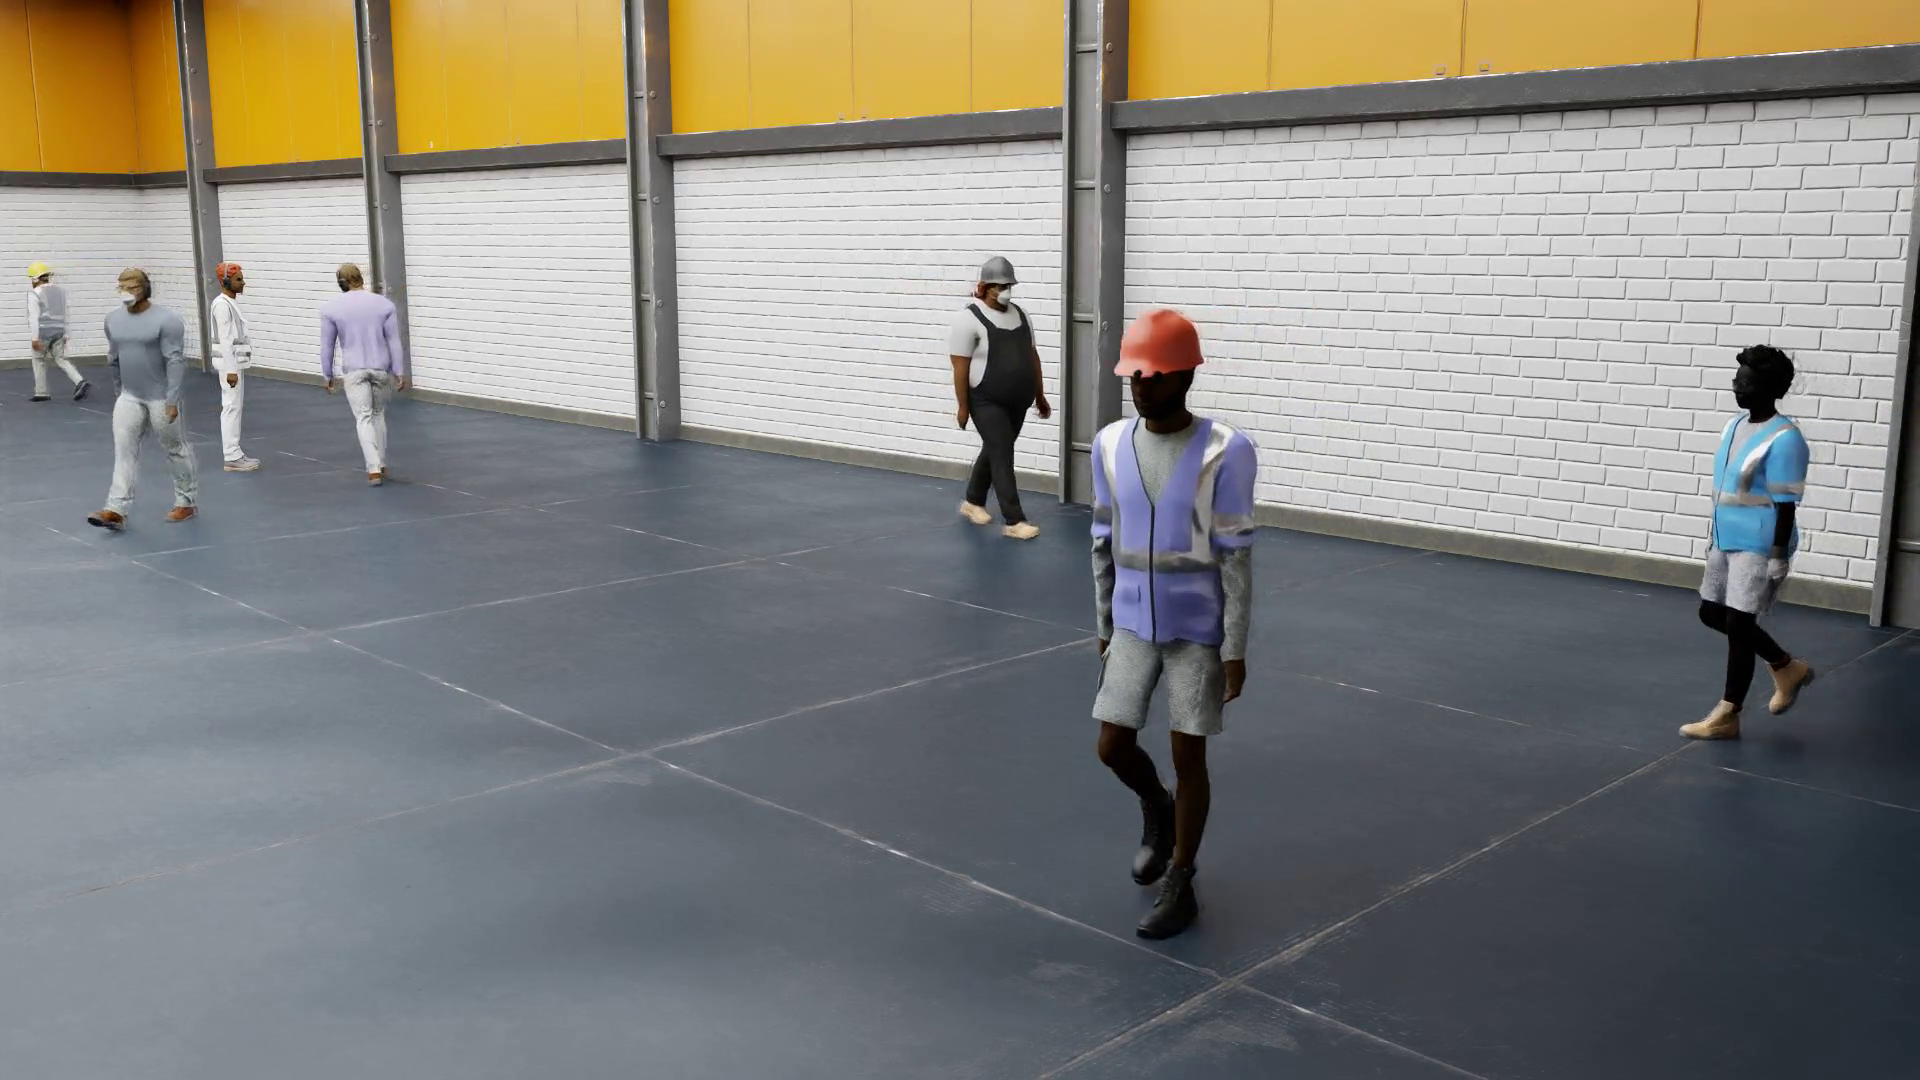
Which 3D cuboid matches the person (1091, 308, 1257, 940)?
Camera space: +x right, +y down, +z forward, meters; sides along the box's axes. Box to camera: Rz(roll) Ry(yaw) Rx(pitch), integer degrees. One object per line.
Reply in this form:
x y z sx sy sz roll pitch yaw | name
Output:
0.643 0.257 5.078 0.557 1.924 0.495 6 12 31 | person

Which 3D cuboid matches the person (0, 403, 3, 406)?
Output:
-12.260 -2.405 20.436 0.526 1.611 0.778 9 13 39 | person

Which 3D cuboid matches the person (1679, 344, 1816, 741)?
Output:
3.369 0.018 6.998 0.544 1.684 0.546 0 10 -2 | person

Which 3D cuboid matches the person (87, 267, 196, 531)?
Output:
-5.958 -1.012 12.065 0.655 1.890 0.991 2 11 9 | person

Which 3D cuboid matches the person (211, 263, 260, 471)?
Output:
-6.623 -1.574 15.156 0.337 1.882 0.585 -3 11 -18 | person

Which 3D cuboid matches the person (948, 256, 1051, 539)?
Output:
0.264 -1.072 11.988 0.684 2.000 1.007 -10 14 -42 | person

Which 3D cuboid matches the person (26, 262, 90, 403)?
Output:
-11.545 -2.635 21.175 0.738 1.804 0.609 3 11 14 | person

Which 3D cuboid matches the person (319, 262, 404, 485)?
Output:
-5.157 -1.434 14.354 0.648 1.888 0.855 -7 12 -32 | person
